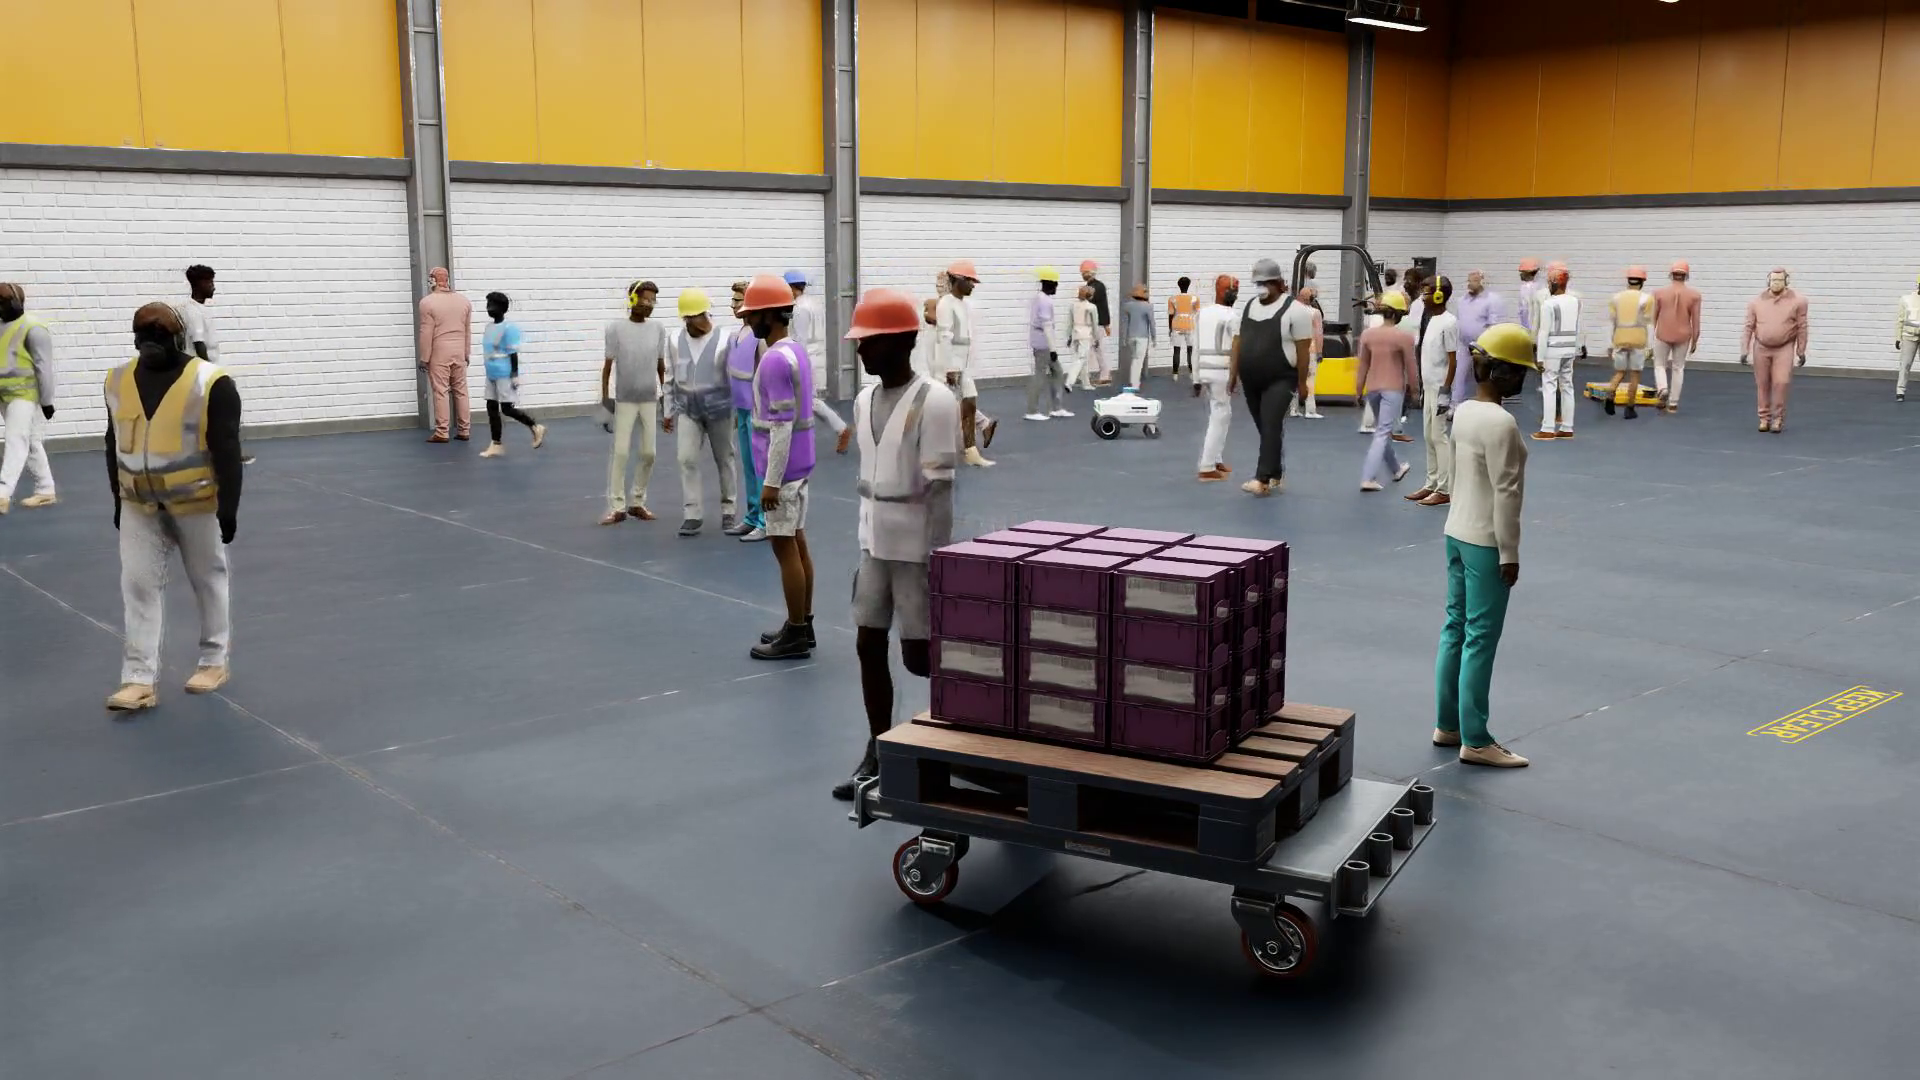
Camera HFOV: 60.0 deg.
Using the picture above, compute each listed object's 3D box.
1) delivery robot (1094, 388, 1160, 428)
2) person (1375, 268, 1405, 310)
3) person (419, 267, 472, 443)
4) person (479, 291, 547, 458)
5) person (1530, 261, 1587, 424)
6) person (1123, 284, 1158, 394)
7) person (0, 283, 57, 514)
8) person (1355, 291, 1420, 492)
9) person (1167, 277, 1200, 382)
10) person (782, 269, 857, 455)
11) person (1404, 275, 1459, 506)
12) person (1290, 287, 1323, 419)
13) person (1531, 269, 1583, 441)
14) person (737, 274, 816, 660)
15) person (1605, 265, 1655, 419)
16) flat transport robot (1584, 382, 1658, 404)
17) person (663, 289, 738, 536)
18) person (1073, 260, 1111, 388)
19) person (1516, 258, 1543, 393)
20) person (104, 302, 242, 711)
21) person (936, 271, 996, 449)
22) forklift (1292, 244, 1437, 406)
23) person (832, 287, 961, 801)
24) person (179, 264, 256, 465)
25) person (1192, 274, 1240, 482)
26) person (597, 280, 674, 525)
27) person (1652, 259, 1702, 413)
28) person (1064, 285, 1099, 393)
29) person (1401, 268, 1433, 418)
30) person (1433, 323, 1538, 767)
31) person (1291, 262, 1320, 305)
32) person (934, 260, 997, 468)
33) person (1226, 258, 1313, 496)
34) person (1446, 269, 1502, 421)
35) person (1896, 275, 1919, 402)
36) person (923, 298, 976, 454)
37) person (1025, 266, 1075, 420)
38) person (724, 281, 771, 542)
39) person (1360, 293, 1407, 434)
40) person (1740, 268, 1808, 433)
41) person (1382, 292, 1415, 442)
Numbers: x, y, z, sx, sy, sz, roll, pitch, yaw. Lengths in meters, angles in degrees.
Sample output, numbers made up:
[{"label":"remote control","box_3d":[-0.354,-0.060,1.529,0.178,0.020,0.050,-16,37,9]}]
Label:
[{"label":"delivery robot","box_3d":[1.859,-1.455,18.526,0.707,0.478,0.477,0,10,-2]},{"label":"person","box_3d":[7.775,-3.977,29.886,0.638,1.823,0.746,8,12,38]},{"label":"person","box_3d":[-5.611,-2.005,18.090,0.409,1.903,0.639,7,12,35]},{"label":"person","box_3d":[-4.558,-1.667,16.763,0.540,1.679,0.625,9,14,44]},{"label":"person","box_3d":[7.337,-2.396,20.214,0.868,1.944,0.673,-8,12,-37]},{"label":"person","box_3d":[2.654,-2.943,24.412,0.500,1.618,0.500,9,13,43]},{"label":"person","box_3d":[-7.595,-1.121,13.204,0.633,1.808,0.820,6,11,30]},{"label":"person","box_3d":[3.767,-1.296,14.488,0.931,1.710,0.533,-8,13,-39]},{"label":"person","box_3d":[3.611,-3.397,26.844,0.532,1.693,0.319,1,10,8]},{"label":"person","box_3d":[-1.548,-1.796,16.889,0.915,1.901,0.634,-2,10,-9]},{"label":"person","box_3d":[3.861,-1.211,13.539,0.314,1.866,0.535,0,10,-2]},{"label":"person","box_3d":[4.313,-2.329,20.742,0.310,1.642,0.514,-7,12,-37]},{"label":"person","box_3d":[6.566,-2.024,18.277,0.581,1.879,0.345,-5,11,-25]},{"label":"person","box_3d":[-0.924,-0.361,8.365,0.377,1.932,0.552,1,10,6]},{"label":"person","box_3d":[8.302,-2.444,20.617,0.544,1.915,0.543,-9,13,-44]},{"label":"flat transport robot","box_3d":[9.174,-2.050,23.118,0.652,0.197,1.431,1,10,8]},{"label":"person","box_3d":[-1.874,-0.925,12.105,0.692,1.776,0.808,2,10,10]},{"label":"person","box_3d":[1.954,-3.323,25.625,0.904,1.953,0.660,-4,10,-20]},{"label":"person","box_3d":[8.444,-3.178,24.696,0.624,1.992,1.076,-9,13,-43]},{"label":"person","box_3d":[-3.563,-0.143,7.444,0.658,1.807,0.847,0,10,1]},{"label":"person","box_3d":[0.008,-1.822,17.095,0.710,1.880,0.682,-2,10,-13]},{"label":"forklift","box_3d":[5.256,-2.933,22.661,2.313,2.155,1.214,3,10,16]},{"label":"person","box_3d":[-0.165,0.010,6.249,0.655,1.914,0.555,-9,13,-42]},{"label":"person","box_3d":[-7.055,-1.623,15.713,0.783,1.935,0.631,-2,10,-13]},{"label":"person","box_3d":[2.397,-1.454,14.986,0.631,1.862,0.568,-5,11,-28]},{"label":"person","box_3d":[-2.531,-1.034,12.627,0.687,1.838,0.328,-6,11,-32]},{"label":"person","box_3d":[9.187,-2.613,21.395,0.640,1.981,0.519,3,10,19]},{"label":"person","box_3d":[1.797,-2.981,24.691,0.828,1.602,0.523,-9,13,-42]},{"label":"person","box_3d":[5.551,-2.356,20.187,0.882,1.895,0.603,-4,10,-22]},{"label":"person","box_3d":[2.115,0.018,6.661,0.323,1.761,0.523,-1,10,-5]},{"label":"person","box_3d":[5.692,-3.616,27.436,0.455,1.925,0.656,-4,11,-24]},{"label":"person","box_3d":[-0.128,-1.682,15.949,0.972,1.993,0.662,4,11,24]},{"label":"person","box_3d":[2.544,-1.394,14.102,0.912,2.000,0.685,-9,13,-42]},{"label":"person","box_3d":[6.382,-2.393,20.492,0.981,1.866,0.663,-8,12,-38]},{"label":"person","box_3d":[13.312,-2.814,23.065,0.596,1.824,0.403,5,11,29]},{"label":"person","box_3d":[-0.142,-1.574,16.404,0.547,1.614,0.503,-2,10,-12]},{"label":"person","box_3d":[1.151,-2.411,20.468,0.768,1.894,0.611,0,10,0]},{"label":"person","box_3d":[-1.458,-0.913,11.852,0.390,1.846,0.564,-5,11,-25]},{"label":"person","box_3d":[4.904,-2.015,19.009,0.848,1.591,0.544,-5,11,-29]},{"label":"person","box_3d":[9.263,-2.154,18.991,0.680,1.880,0.754,7,12,34]},{"label":"person","box_3d":[4.784,-1.890,18.191,0.278,1.633,0.497,-3,10,-19]}]
